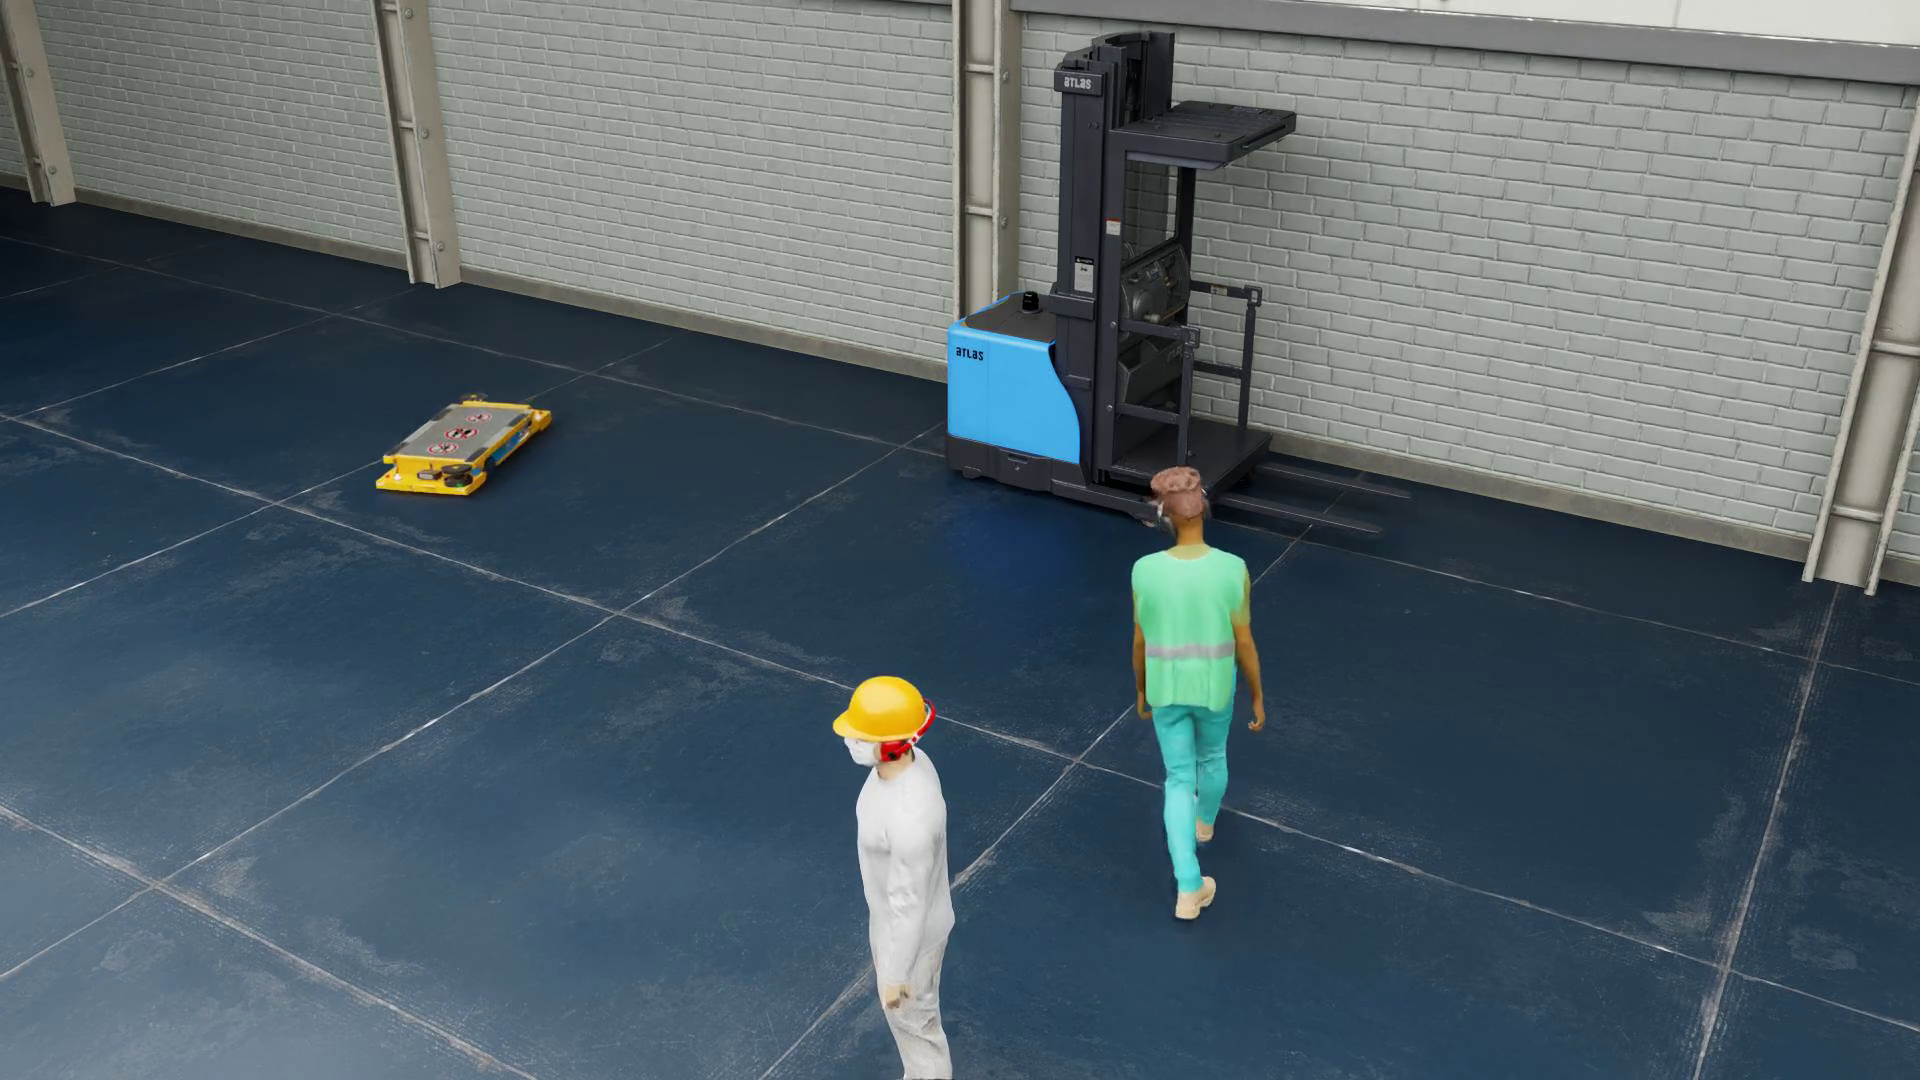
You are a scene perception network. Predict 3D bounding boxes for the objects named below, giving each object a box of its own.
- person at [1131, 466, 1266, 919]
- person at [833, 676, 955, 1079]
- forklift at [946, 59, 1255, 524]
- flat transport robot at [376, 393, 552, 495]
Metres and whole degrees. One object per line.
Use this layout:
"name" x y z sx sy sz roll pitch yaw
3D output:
"person" 0.999 0.611 7.039 0.583 1.934 0.901 1 25 3
"person" -0.215 1.288 5.643 0.384 1.889 0.570 -4 26 -7
"forklift" 0.933 -1.707 10.833 1.873 2.768 1.129 15 29 28
"flat transport robot" -3.465 -0.681 11.699 0.659 0.231 1.431 4 26 9
